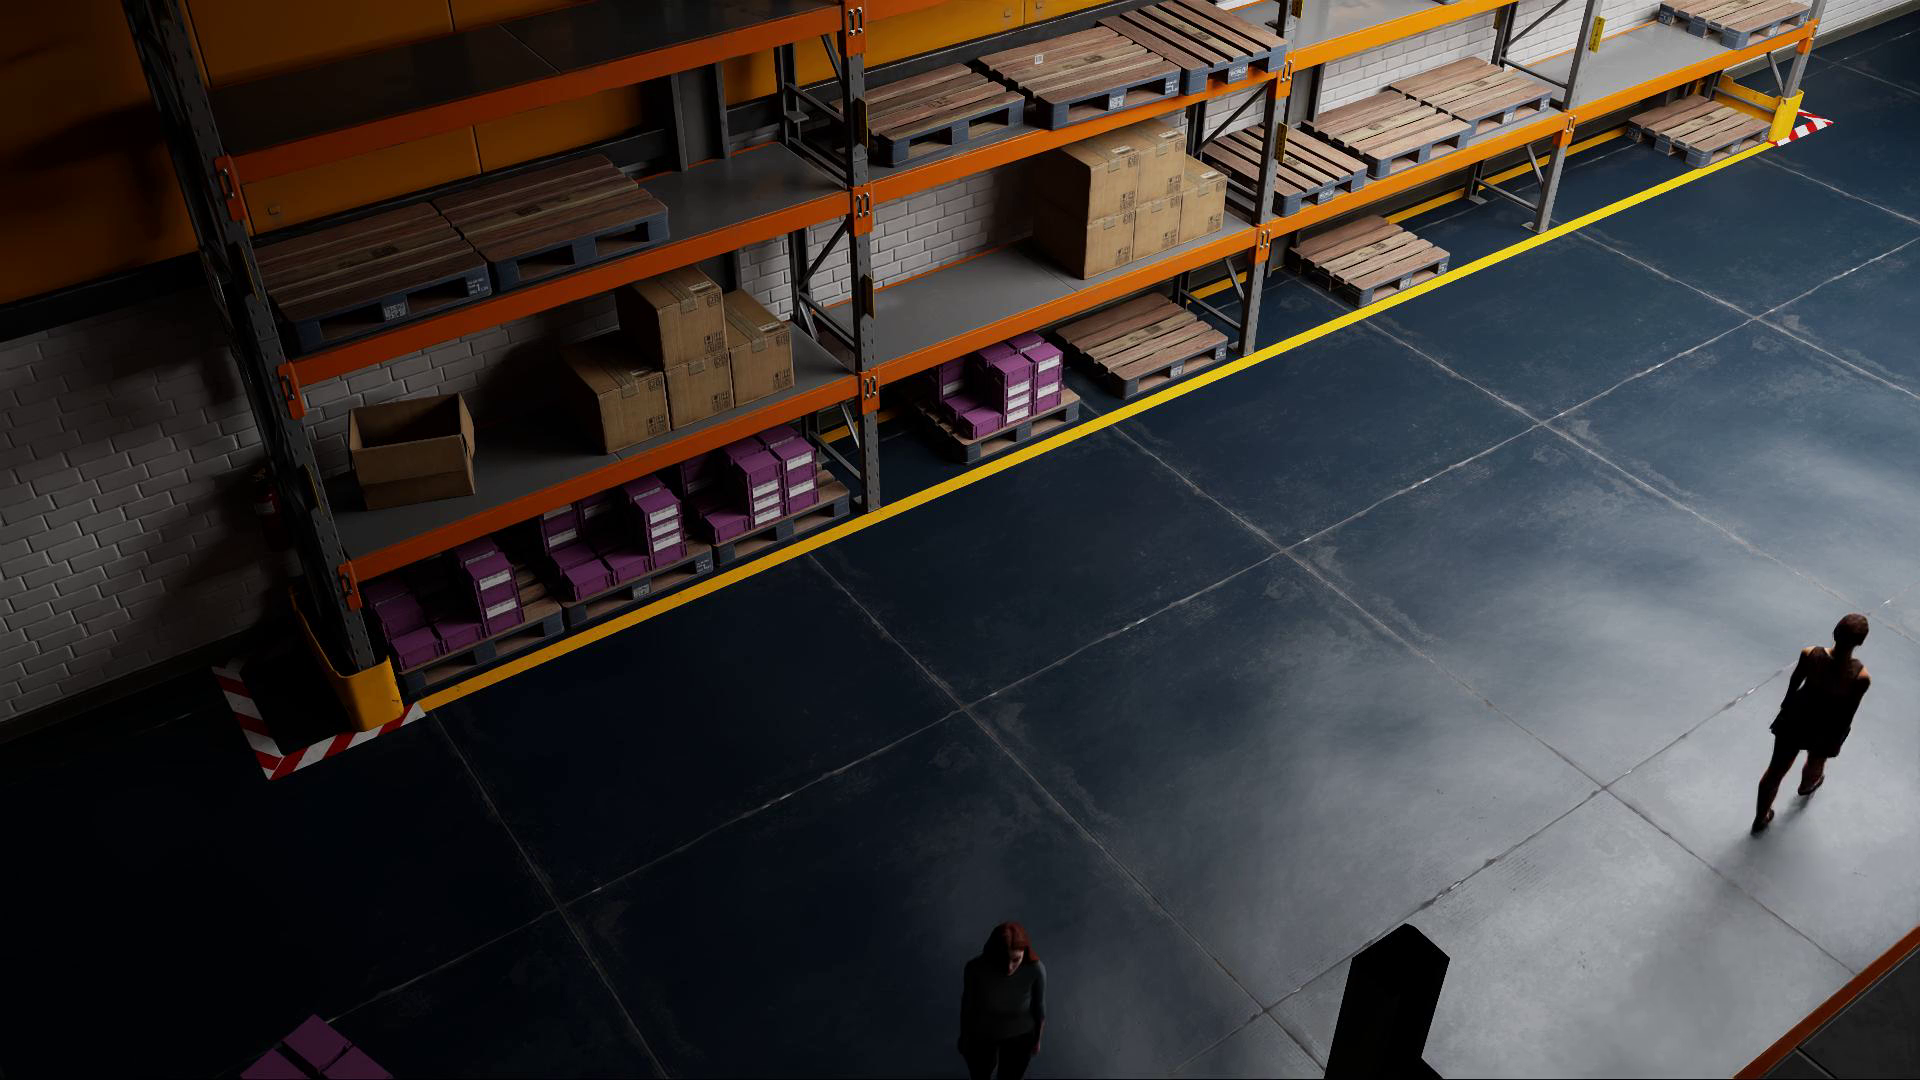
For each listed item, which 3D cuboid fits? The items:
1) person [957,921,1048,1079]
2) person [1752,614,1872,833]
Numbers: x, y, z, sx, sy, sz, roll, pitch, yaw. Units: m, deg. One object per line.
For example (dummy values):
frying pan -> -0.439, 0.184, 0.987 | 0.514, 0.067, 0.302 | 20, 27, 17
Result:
person -> 0.203, 2.451, 8.421 | 0.954, 1.727, 0.990 | 4, 39, 5
person -> 5.130, 1.156, 10.104 | 0.695, 1.649, 0.987 | 32, 48, 33
